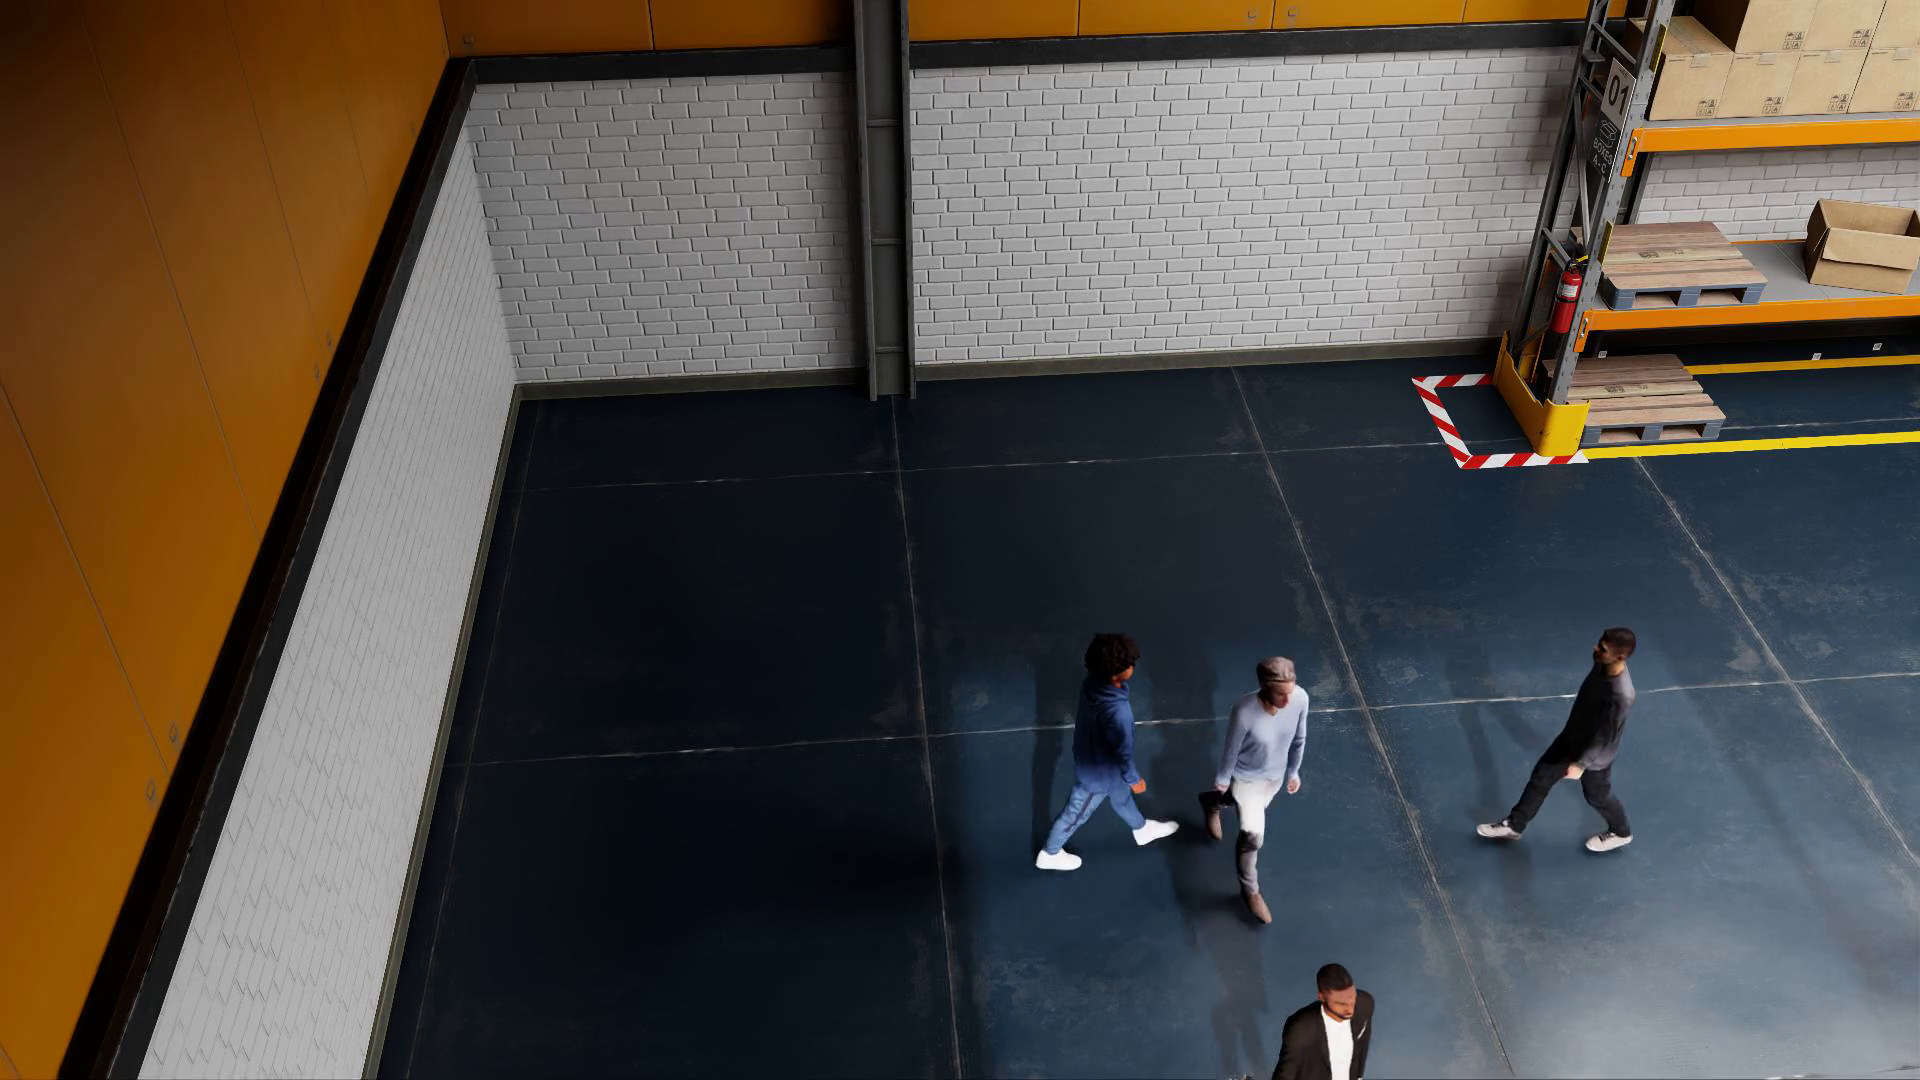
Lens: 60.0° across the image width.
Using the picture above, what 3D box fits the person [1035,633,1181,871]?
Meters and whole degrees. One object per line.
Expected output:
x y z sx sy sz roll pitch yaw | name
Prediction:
0.733 1.295 9.682 1.132 1.769 0.692 -4 39 -5 | person

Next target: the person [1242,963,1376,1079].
1.680 2.592 8.051 1.130 1.779 1.038 -20 43 -24 | person

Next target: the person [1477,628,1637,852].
3.785 1.235 9.796 1.134 1.720 0.612 -2 39 -3 | person

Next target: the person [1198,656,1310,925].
1.668 1.288 9.623 1.203 1.853 0.984 -17 42 -20 | person
